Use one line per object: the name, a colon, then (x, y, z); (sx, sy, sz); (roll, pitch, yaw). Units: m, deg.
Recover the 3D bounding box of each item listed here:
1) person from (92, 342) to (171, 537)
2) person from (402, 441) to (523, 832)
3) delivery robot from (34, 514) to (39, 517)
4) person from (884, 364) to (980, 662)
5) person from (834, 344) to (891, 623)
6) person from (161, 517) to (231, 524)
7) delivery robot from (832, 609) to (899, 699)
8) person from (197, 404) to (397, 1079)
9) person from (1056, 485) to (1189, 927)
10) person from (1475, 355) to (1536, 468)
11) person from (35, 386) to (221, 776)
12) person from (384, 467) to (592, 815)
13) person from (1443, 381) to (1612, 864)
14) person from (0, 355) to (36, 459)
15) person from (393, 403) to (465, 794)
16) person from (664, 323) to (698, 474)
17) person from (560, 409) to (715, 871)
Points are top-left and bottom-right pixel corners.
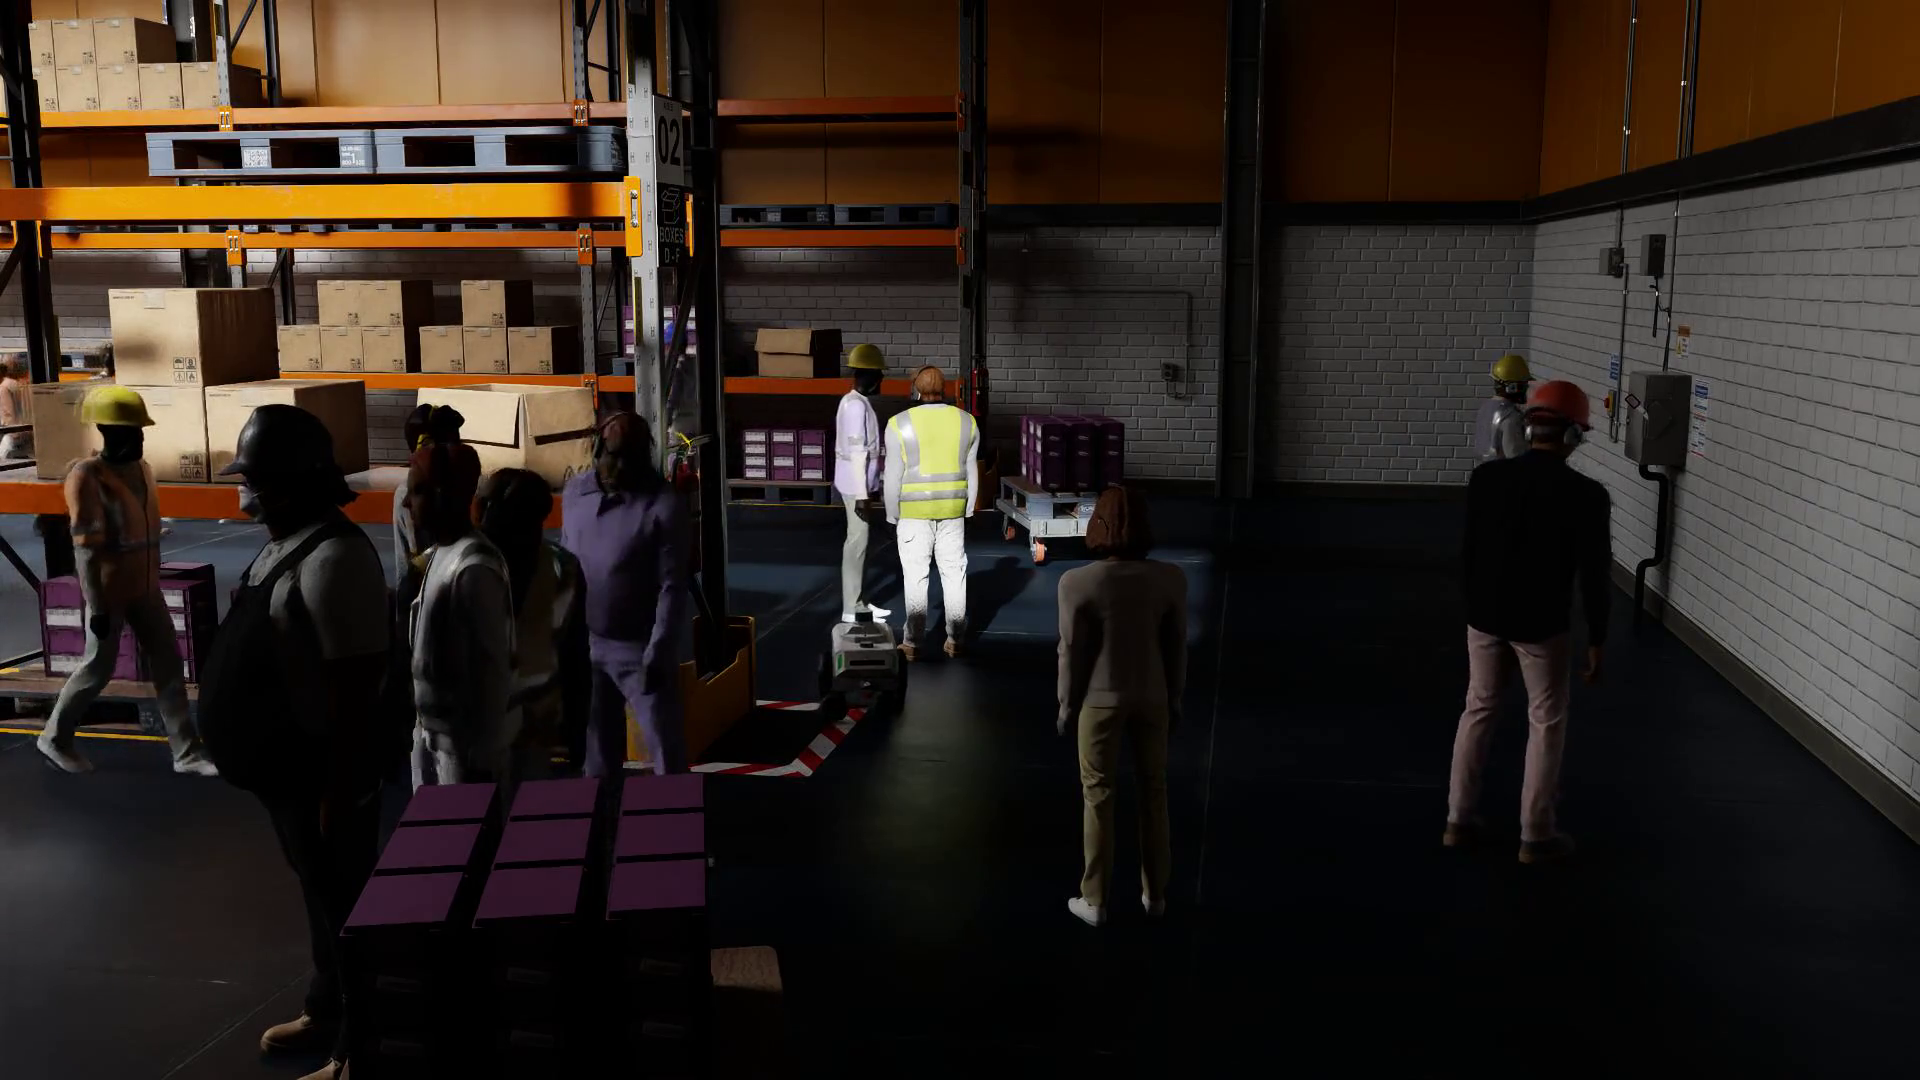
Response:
person: (-7.710, -0.877, 14.935); (0.949, 1.796, 0.507); (-1, 9, -5)
person: (-1.575, 0.621, 5.315); (0.337, 1.882, 0.584); (-4, 10, -26)
delivery robot: (-8.095, -0.349, 15.154); (0.707, 0.478, 0.477); (4, 10, 23)
person: (-0.190, -0.165, 10.320); (0.624, 1.847, 0.429); (-4, 10, -21)
person: (-0.662, -0.379, 11.405); (0.391, 1.924, 0.587); (0, 9, -1)
person: (-7.367, -1.039, 15.861); (1.008, 1.815, 0.531); (1, 9, 8)
delivery robot: (-0.526, 0.623, 9.128); (0.477, 0.478, 0.707); (-1, 9, -6)
person: (-1.929, 0.616, 4.865); (0.535, 2.000, 0.684); (-5, 11, -30)
person: (0.595, 0.612, 6.135); (0.499, 1.636, 0.286); (-2, 9, -12)
person: (3.816, -0.373, 11.642); (0.404, 1.831, 0.600); (-1, 9, -5)
person: (-4.010, 0.209, 7.878); (0.955, 1.888, 0.602); (2, 9, 11)
person: (-1.600, 0.632, 5.607); (0.694, 1.797, 0.882); (-6, 11, -32)
person: (2.333, 0.343, 6.779); (0.656, 1.967, 0.512); (9, 13, 44)
person: (-9.389, -1.043, 16.554); (0.856, 1.595, 0.519); (-1, 9, -3)
person: (-2.214, 0.353, 7.045); (0.329, 1.865, 0.516); (-3, 10, -16)
person: (-2.670, -1.049, 15.525); (0.530, 1.936, 0.627); (1, 9, 3)
person: (-1.401, 0.403, 6.721); (0.796, 1.877, 0.397); (5, 10, 27)
